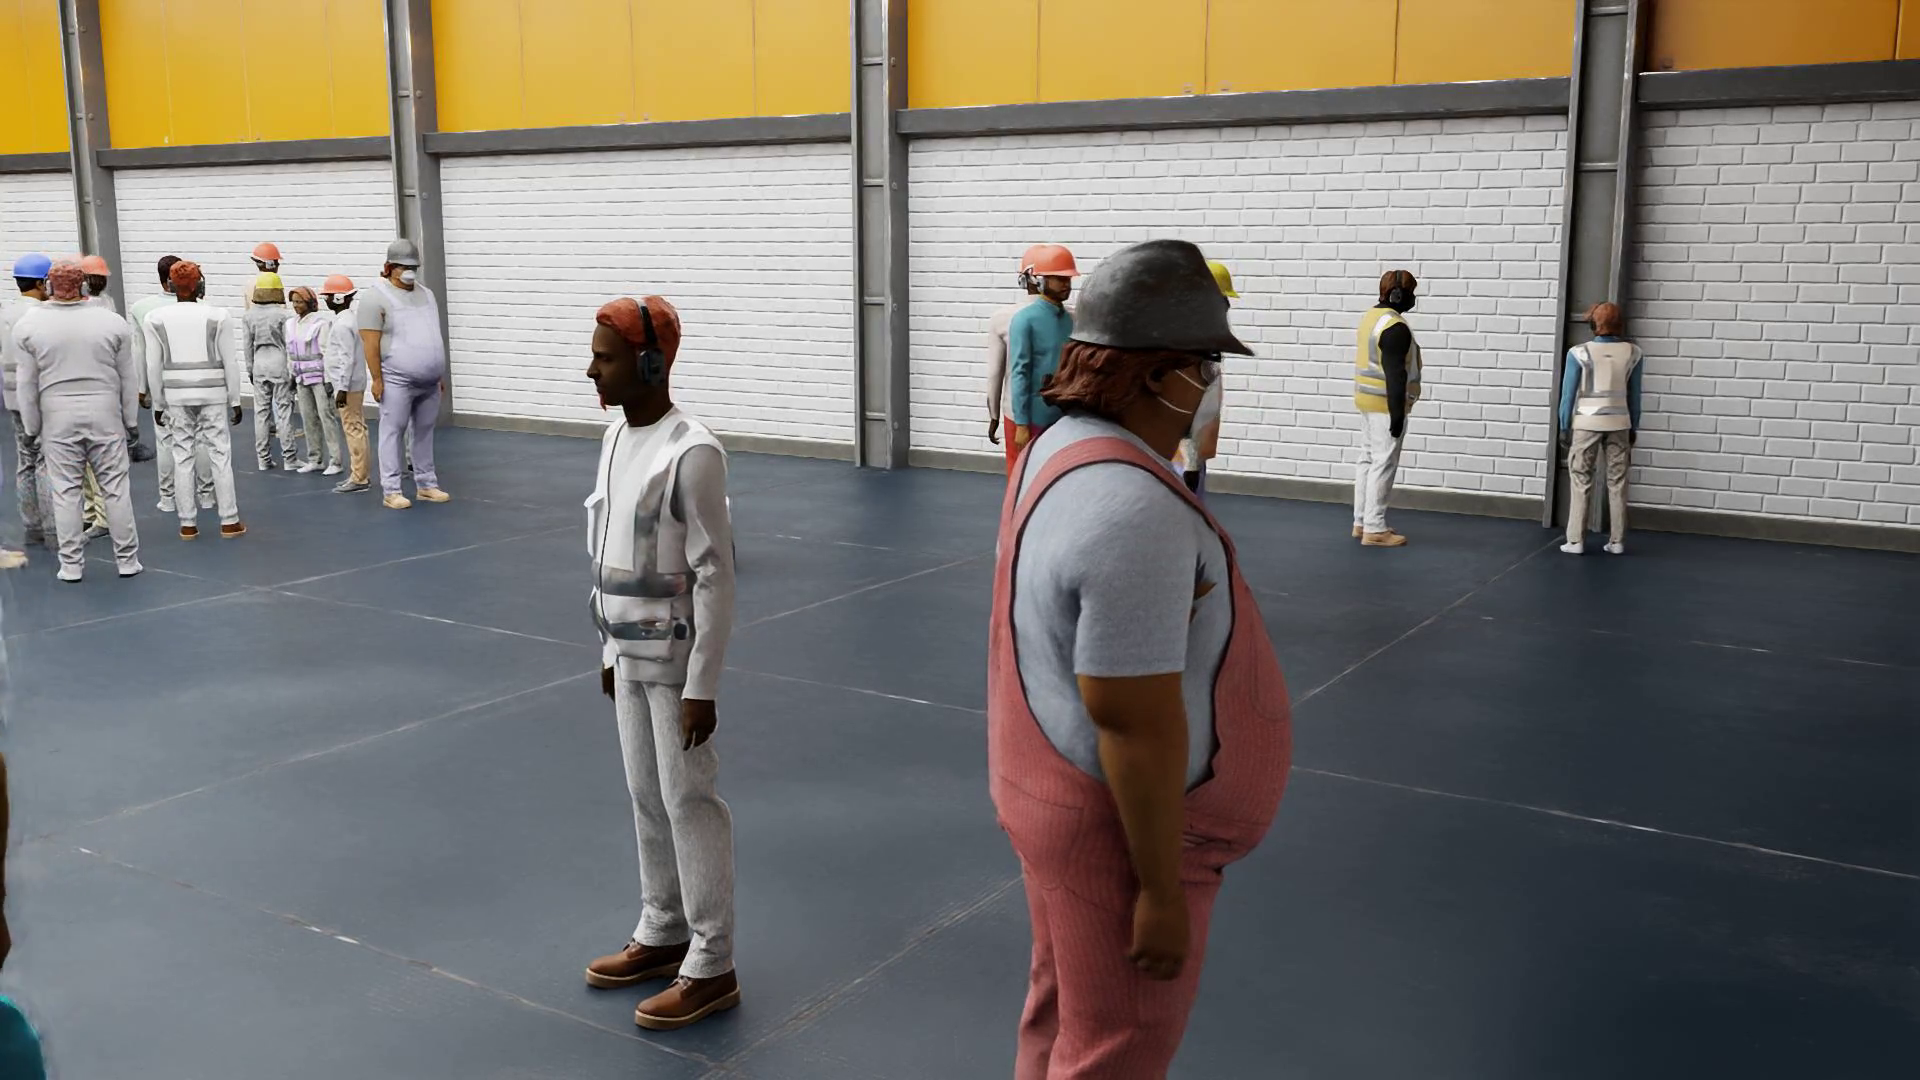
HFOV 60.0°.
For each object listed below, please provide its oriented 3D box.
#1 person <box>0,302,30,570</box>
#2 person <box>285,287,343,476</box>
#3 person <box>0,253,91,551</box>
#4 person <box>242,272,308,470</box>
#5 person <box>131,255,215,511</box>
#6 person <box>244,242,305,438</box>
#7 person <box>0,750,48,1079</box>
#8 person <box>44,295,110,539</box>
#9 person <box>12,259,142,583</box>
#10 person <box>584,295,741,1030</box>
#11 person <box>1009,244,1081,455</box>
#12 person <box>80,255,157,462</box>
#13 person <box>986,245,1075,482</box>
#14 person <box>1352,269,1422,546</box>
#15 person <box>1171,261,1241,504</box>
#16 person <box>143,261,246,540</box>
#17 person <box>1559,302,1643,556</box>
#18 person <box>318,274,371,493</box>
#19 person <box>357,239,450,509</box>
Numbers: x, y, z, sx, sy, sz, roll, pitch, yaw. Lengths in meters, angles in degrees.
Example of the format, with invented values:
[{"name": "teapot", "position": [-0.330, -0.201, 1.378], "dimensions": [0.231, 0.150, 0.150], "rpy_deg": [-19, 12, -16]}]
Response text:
[{"name": "person", "position": [-5.980, -0.717, 10.188], "dimensions": [0.355, 1.835, 0.516], "rpy_deg": [-8, 13, -36]}, {"name": "person", "position": [-5.583, -1.363, 14.346], "dimensions": [0.528, 1.628, 0.321], "rpy_deg": [6, 12, 30]}, {"name": "person", "position": [-6.018, -0.899, 10.907], "dimensions": [0.605, 1.938, 0.423], "rpy_deg": [7, 12, 33]}, {"name": "person", "position": [-6.055, -1.486, 14.692], "dimensions": [0.492, 1.740, 0.319], "rpy_deg": [2, 10, 9]}, {"name": "person", "position": [-5.853, -1.166, 12.471], "dimensions": [0.581, 1.911, 0.396], "rpy_deg": [-6, 12, -31]}, {"name": "person", "position": [-7.073, -2.045, 17.090], "dimensions": [0.608, 1.995, 0.377], "rpy_deg": [7, 12, 33]}, {"name": "person", "position": [-1.962, 0.596, 3.035], "dimensions": [0.526, 1.800, 0.973], "rpy_deg": [-1, 10, -6]}, {"name": "person", "position": [-5.990, -0.883, 11.320], "dimensions": [0.330, 1.751, 0.563], "rpy_deg": [-9, 13, -40]}, {"name": "person", "position": [-5.219, -0.701, 9.882], "dimensions": [0.637, 1.910, 0.403], "rpy_deg": [-6, 12, -29]}, {"name": "person", "position": [-0.777, 0.316, 4.314], "dimensions": [0.338, 1.882, 0.582], "rpy_deg": [-7, 12, -34]}, {"name": "person", "position": [0.526, -0.711, 9.698], "dimensions": [0.395, 1.994, 0.613], "rpy_deg": [8, 13, 38]}, {"name": "person", "position": [-7.822, -1.643, 15.174], "dimensions": [0.980, 1.884, 0.561], "rpy_deg": [1, 10, 8]}, {"name": "person", "position": [0.470, -0.750, 9.917], "dimensions": [0.624, 1.990, 0.397], "rpy_deg": [1, 10, 5]}, {"name": "person", "position": [2.850, -0.877, 11.091], "dimensions": [0.430, 1.834, 0.630], "rpy_deg": [-1, 10, -3]}, {"name": "person", "position": [1.215, -0.465, 8.558], "dimensions": [0.406, 1.919, 0.591], "rpy_deg": [1, 10, 7]}, {"name": "person", "position": [-5.162, -0.936, 11.253], "dimensions": [0.573, 1.883, 0.354], "rpy_deg": [-3, 11, -14]}, {"name": "person", "position": [4.103, -0.704, 10.677], "dimensions": [0.525, 1.632, 0.315], "rpy_deg": [0, 10, -1]}, {"name": "person", "position": [-4.955, -1.261, 13.410], "dimensions": [0.327, 1.753, 0.562], "rpy_deg": [-2, 10, -12]}, {"name": "person", "position": [-4.172, -1.268, 12.659], "dimensions": [0.538, 2.000, 0.689], "rpy_deg": [6, 12, 31]}]
